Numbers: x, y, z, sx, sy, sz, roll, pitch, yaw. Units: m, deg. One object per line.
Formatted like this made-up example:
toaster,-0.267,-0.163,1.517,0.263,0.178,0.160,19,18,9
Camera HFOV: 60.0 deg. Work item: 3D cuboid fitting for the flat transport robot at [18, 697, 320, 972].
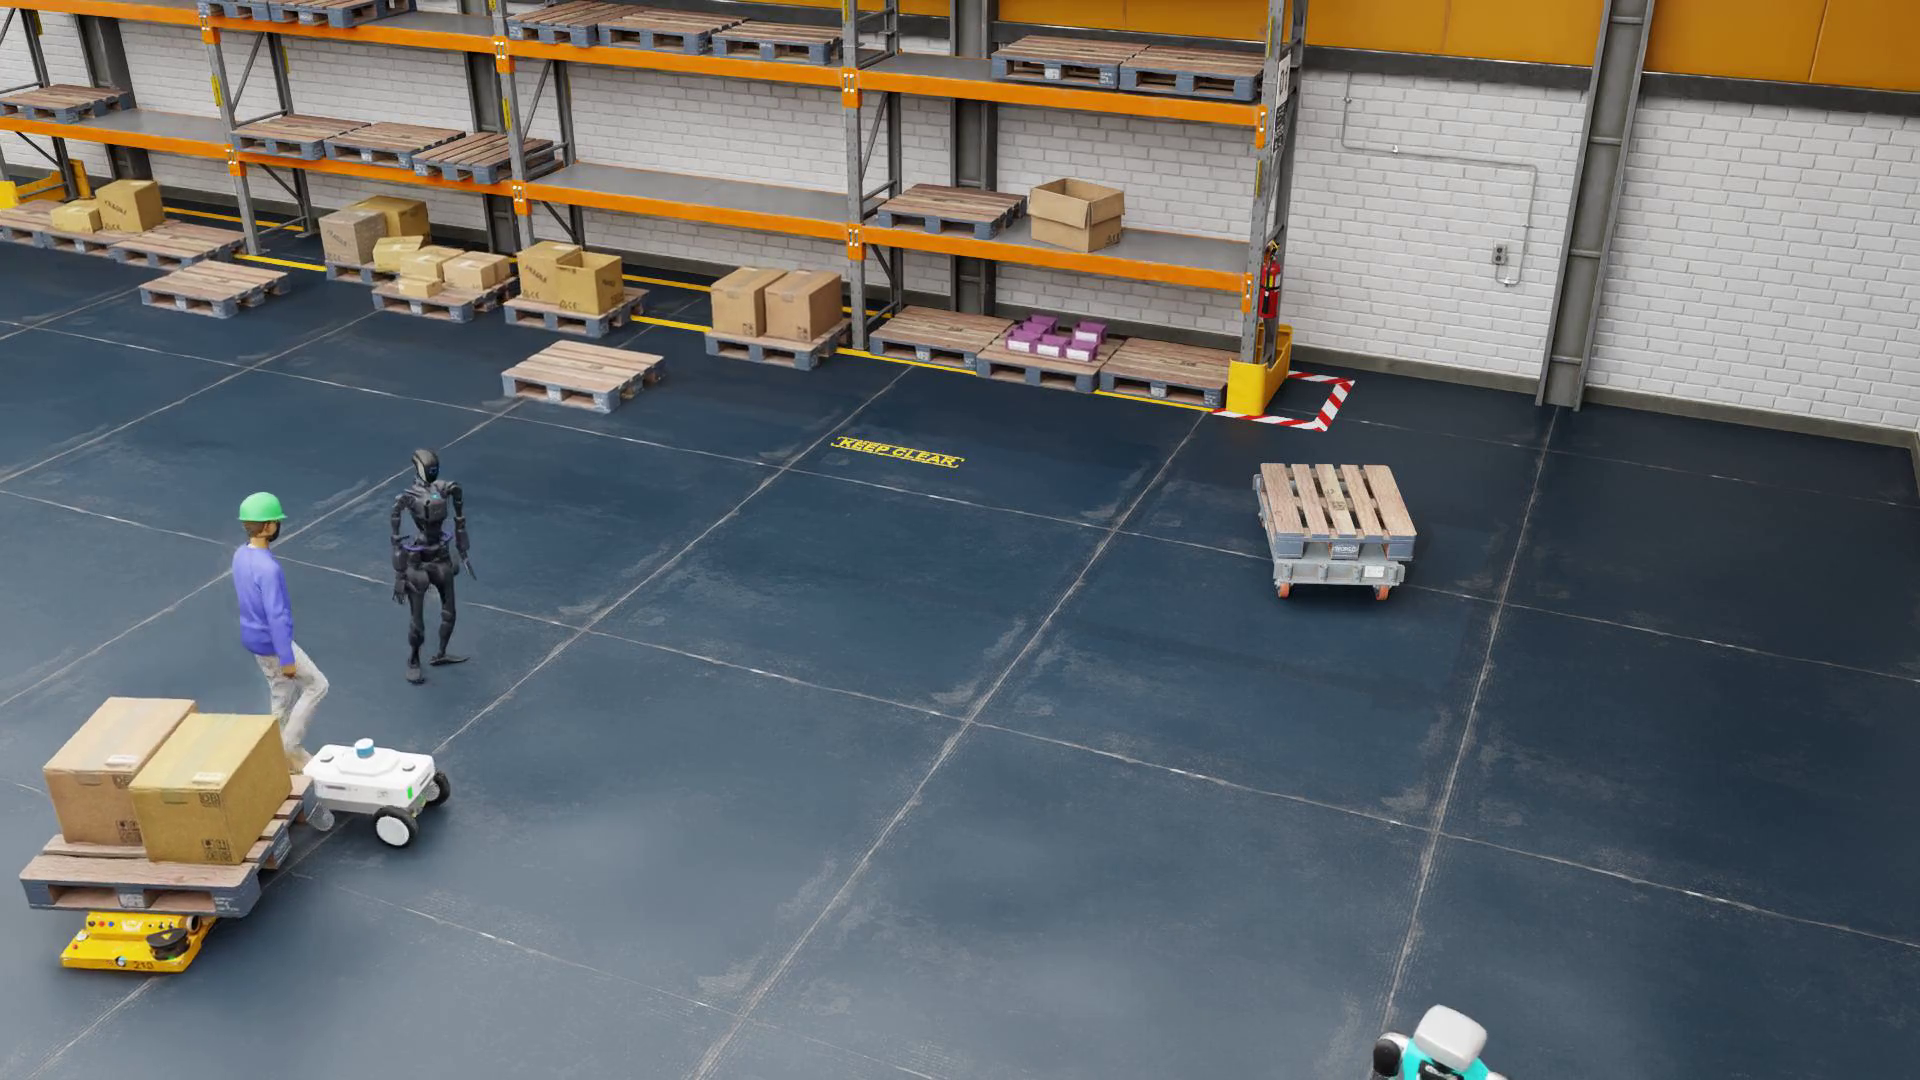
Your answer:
flat transport robot,-4.352,1.862,9.321,0.659,0.231,1.431,2,27,3

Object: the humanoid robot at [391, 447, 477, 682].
humanoid robot,-3.554,0.148,11.115,0.364,1.644,0.601,22,34,35

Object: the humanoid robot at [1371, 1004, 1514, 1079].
humanoid robot,1.670,2.605,6.274,0.538,1.738,0.978,16,31,28

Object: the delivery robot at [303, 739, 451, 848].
delivery robot,-3.449,1.457,9.811,0.814,0.611,0.499,5,28,9

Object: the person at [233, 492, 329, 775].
person,-4.097,0.601,10.050,0.425,1.841,0.532,-24,35,-38
